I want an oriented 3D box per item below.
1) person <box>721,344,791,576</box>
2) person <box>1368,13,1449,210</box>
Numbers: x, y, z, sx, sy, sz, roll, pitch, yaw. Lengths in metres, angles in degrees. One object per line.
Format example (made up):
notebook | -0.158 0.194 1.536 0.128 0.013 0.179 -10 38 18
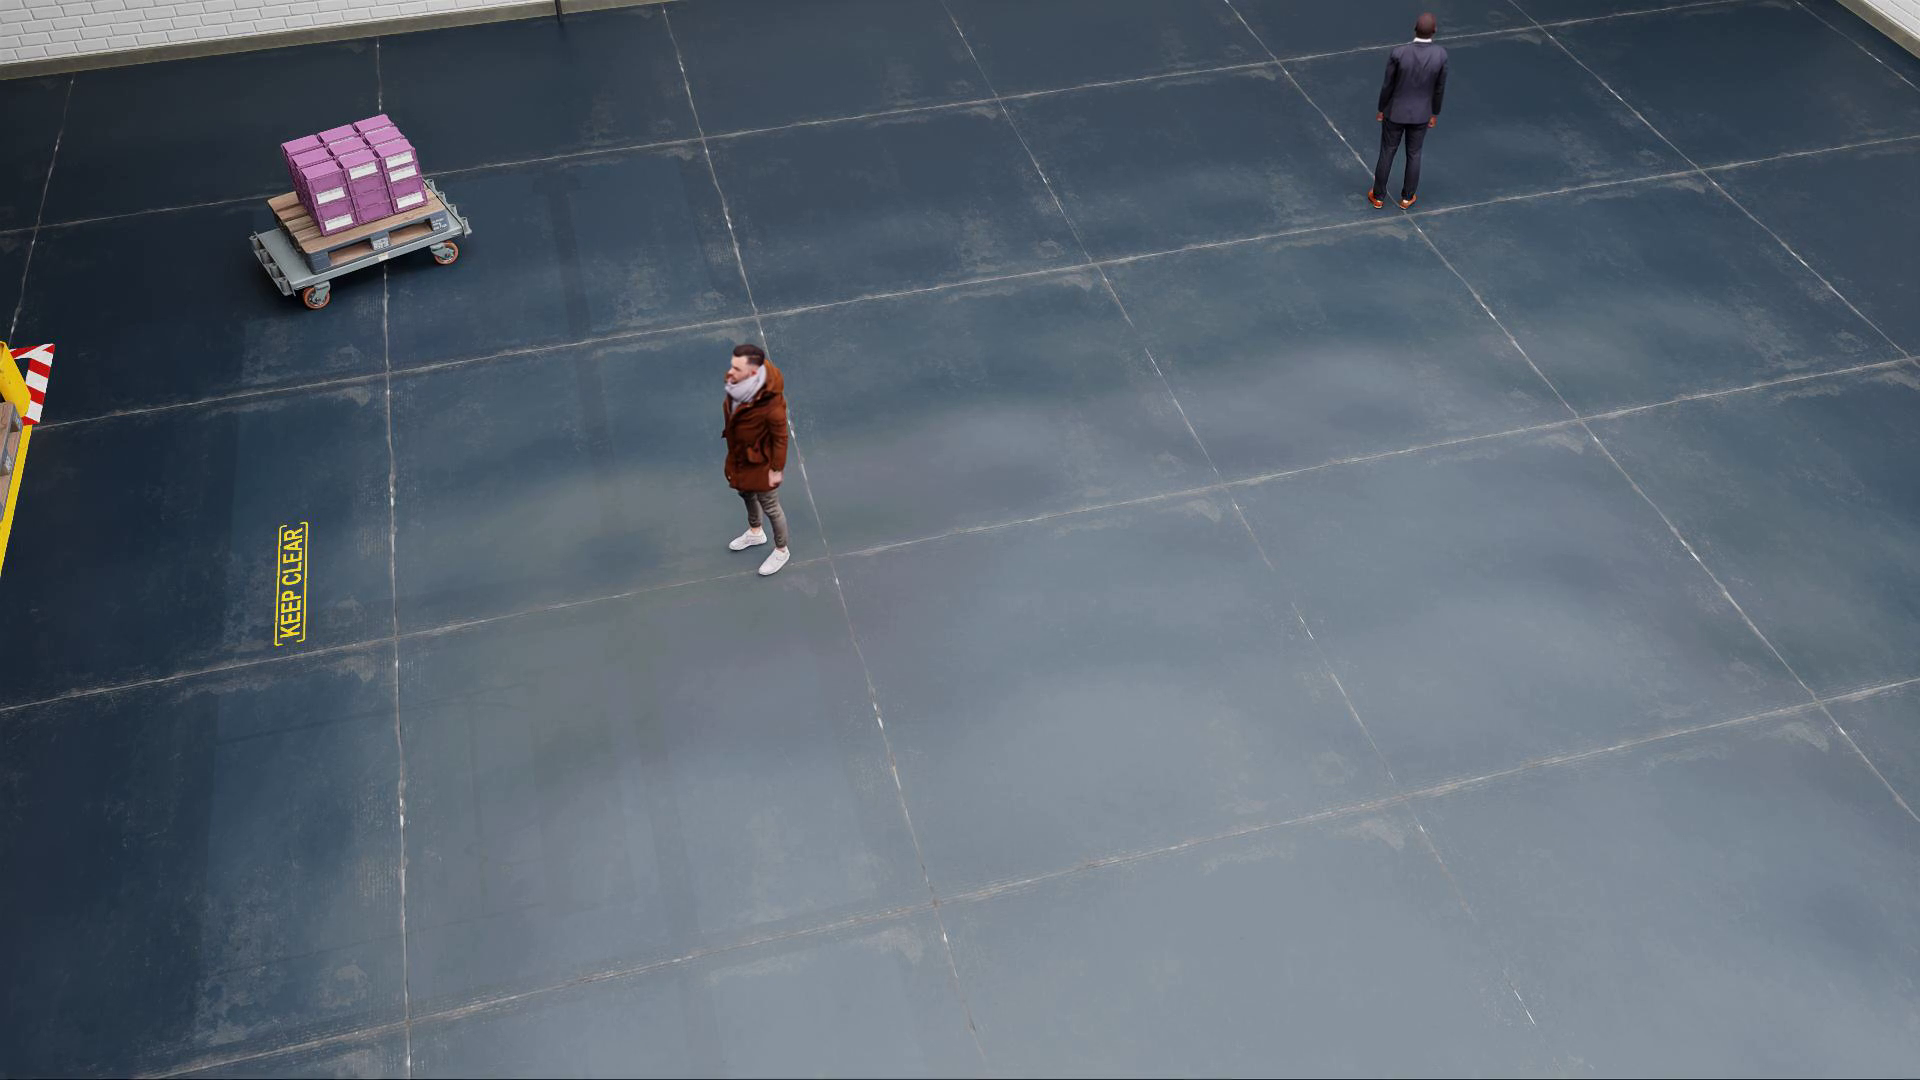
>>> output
person | -1.374 -0.572 11.222 0.895 1.839 0.805 -32 52 -29
person | 3.922 -3.742 14.561 0.781 1.824 0.748 6 44 7
